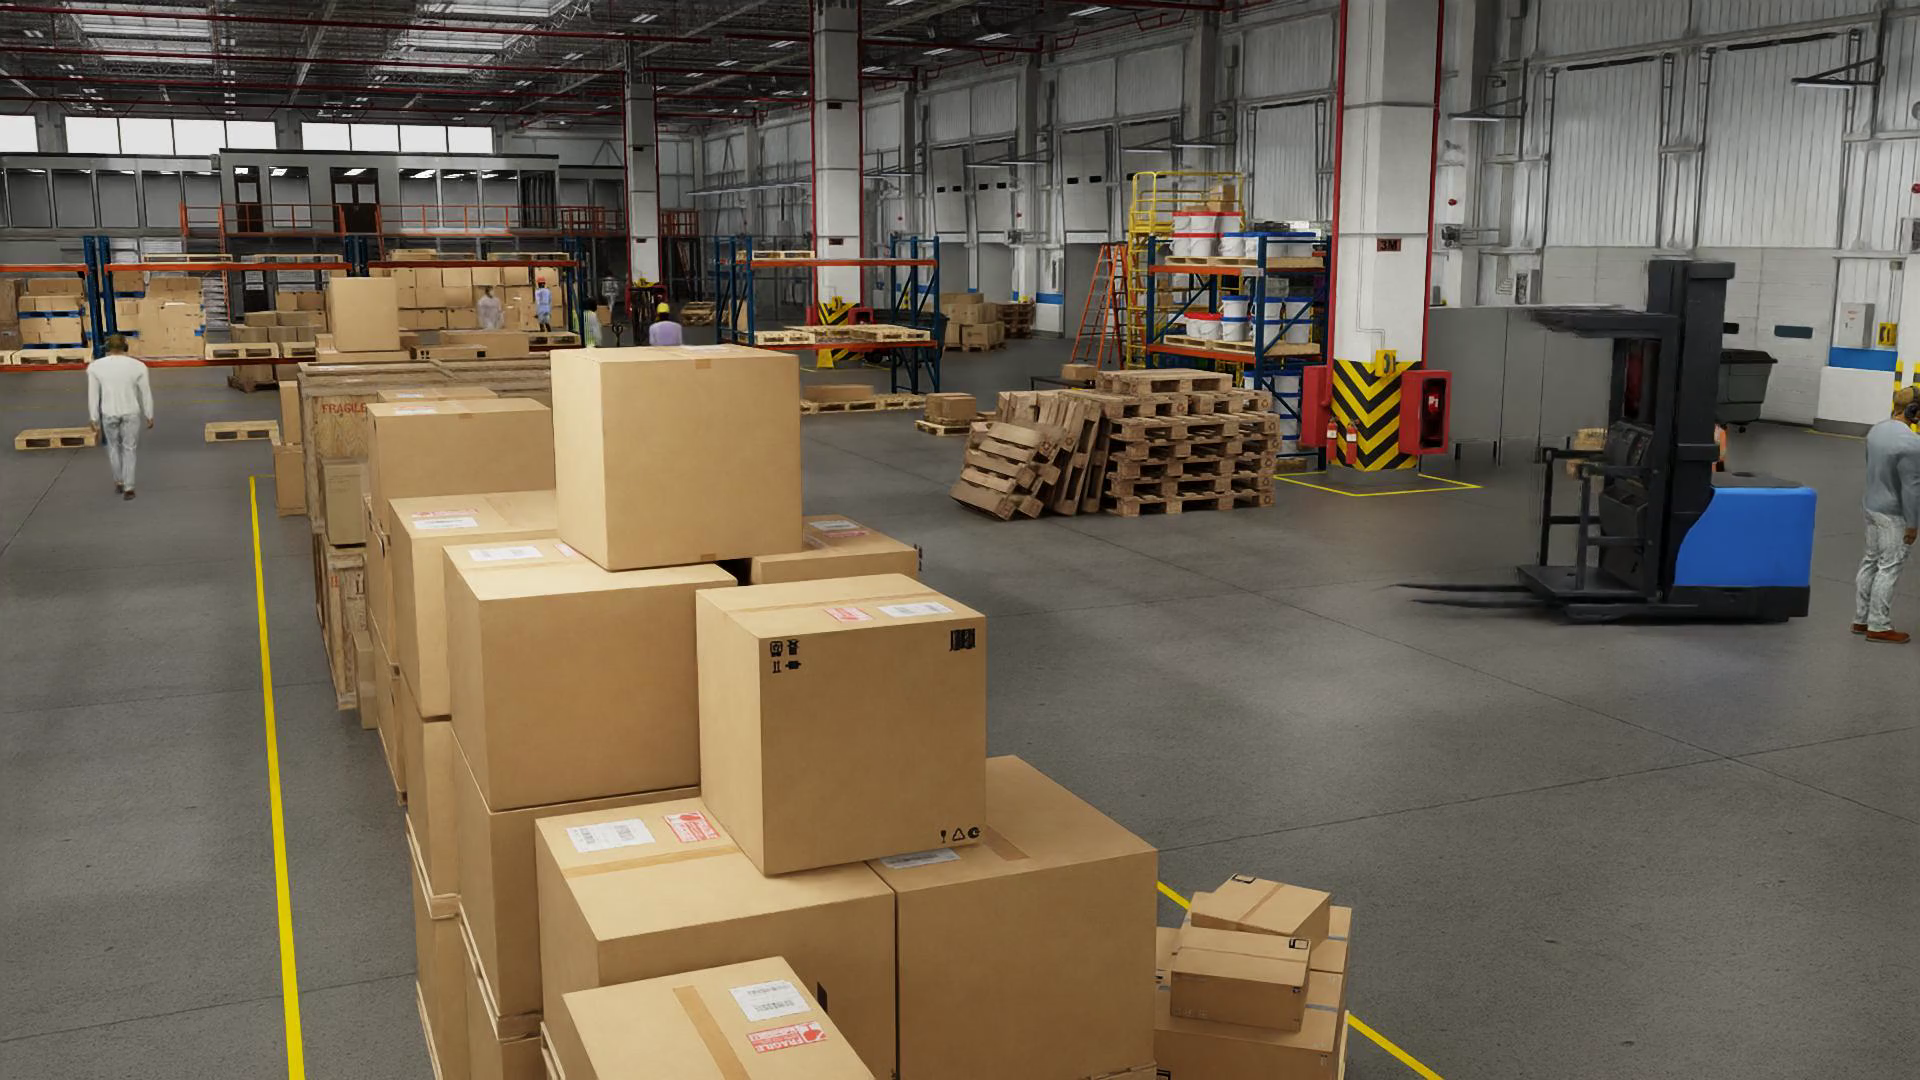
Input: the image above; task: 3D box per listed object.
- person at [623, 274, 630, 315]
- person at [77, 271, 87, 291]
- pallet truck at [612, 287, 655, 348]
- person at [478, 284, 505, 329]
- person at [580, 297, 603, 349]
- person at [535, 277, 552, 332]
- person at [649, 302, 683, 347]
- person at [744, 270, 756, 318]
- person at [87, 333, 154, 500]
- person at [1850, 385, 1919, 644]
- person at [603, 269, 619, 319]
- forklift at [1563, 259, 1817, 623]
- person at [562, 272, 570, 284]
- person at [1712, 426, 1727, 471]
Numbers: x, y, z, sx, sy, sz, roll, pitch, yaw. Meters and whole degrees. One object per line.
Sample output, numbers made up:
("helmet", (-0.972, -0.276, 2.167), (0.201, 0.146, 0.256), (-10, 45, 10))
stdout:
("person", (-12.854, -9.743, 64.976), (0.609, 1.940, 0.413), (2, 11, 12))
("person", (-28.940, -7.919, 54.853), (0.614, 1.962, 0.362), (10, 14, 44))
("pallet truck", (-6.464, -4.406, 35.401), (0.823, 1.965, 1.885), (6, 12, 32))
("person", (-11.360, -5.211, 40.116), (0.918, 1.909, 0.638), (6, 12, 29))
("person", (-7.543, -4.021, 33.804), (0.841, 1.814, 0.632), (-6, 12, -30))
("person", (-11.613, -6.352, 46.295), (0.356, 1.936, 0.551), (7, 12, 33))
("person", (-5.056, -3.144, 28.707), (0.591, 1.910, 0.627), (-4, 11, -21))
("person", (-7.934, -9.279, 62.722), (0.429, 1.846, 0.638), (5, 11, 25))
("person", (-9.756, -1.455, 19.395), (0.658, 1.898, 0.973), (-4, 11, -19))
("person", (6.915, -0.187, 12.352), (0.373, 1.928, 0.638), (0, 10, 2))
("person", (-13.029, -9.141, 61.895), (0.570, 1.859, 0.848), (2, 10, 9))
("forklift", (5.707, -0.821, 13.213), (1.873, 2.768, 1.129), (1, 10, 3))
("person", (-14.989, -9.331, 63.247), (0.295, 1.743, 0.493), (2, 11, 12))
("person", (6.540, -0.505, 14.840), (0.537, 1.663, 0.788), (7, 12, 32))
